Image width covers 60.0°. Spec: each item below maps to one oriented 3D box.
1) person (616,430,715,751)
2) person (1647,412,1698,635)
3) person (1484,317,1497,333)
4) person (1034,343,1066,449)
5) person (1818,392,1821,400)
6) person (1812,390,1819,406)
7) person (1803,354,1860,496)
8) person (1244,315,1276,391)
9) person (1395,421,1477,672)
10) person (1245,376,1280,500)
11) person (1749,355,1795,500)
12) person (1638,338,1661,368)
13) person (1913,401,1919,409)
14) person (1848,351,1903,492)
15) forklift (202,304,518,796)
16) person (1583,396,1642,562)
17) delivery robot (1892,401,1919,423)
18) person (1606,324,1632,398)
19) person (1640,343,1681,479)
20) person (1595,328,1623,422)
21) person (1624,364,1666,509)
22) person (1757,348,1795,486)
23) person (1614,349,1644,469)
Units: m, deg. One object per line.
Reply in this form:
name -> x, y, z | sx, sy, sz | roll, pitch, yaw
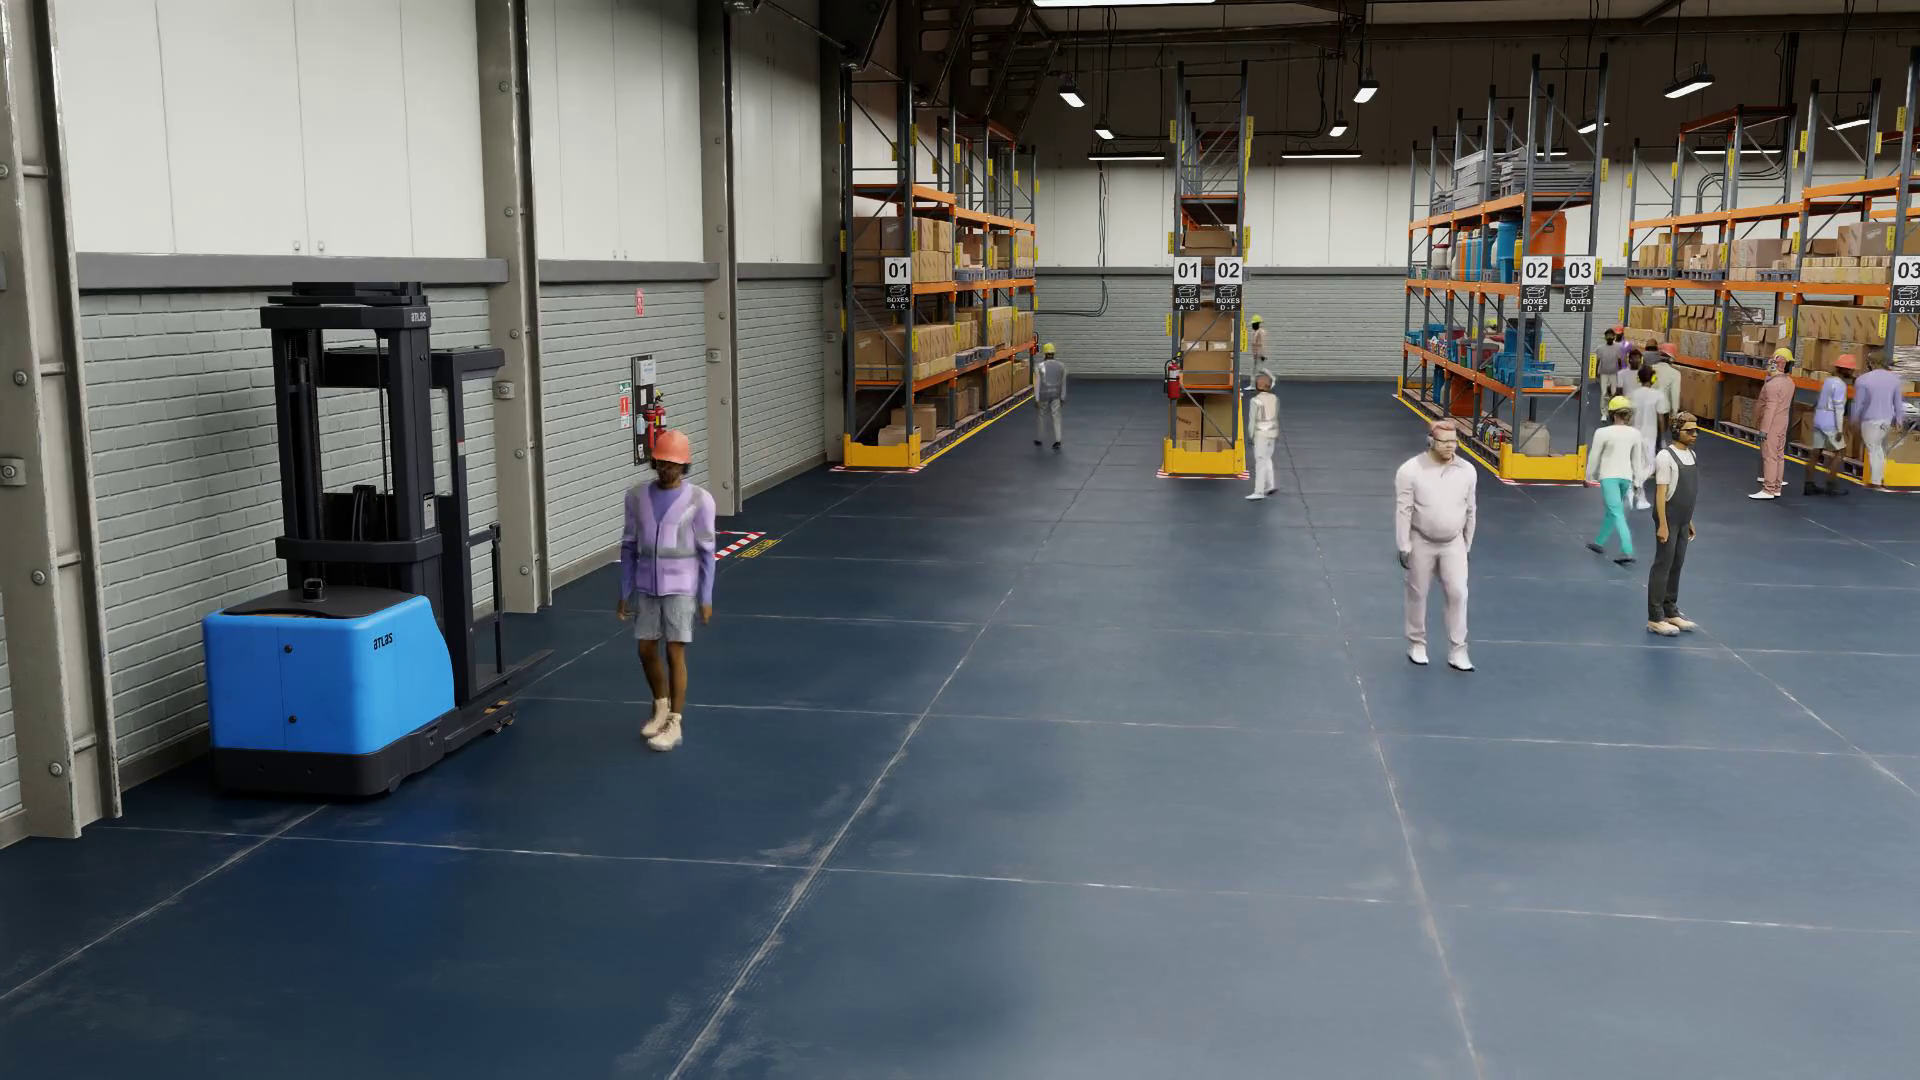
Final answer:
person -> -1.879, 0.316, 10.559 | 0.653, 2.021, 0.593 | 3, 10, 16
person -> 5.968, -0.146, 13.868 | 0.506, 1.846, 0.345 | -8, 12, -40
person -> 13.933, -5.017, 44.096 | 0.773, 1.794, 0.636 | 5, 11, 31
person -> 1.526, -2.439, 28.212 | 0.613, 1.783, 0.946 | -3, 10, -17
person -> 20.092, -4.188, 38.619 | 0.719, 1.892, 0.689 | -9, 13, -43
person -> 17.905, -3.357, 34.423 | 0.493, 1.600, 0.807 | 1, 9, 8
person -> 11.663, -1.526, 22.225 | 0.560, 1.904, 0.542 | 1, 9, 5
person -> 7.592, -4.726, 41.953 | 0.735, 1.906, 0.594 | -3, 10, -16
person -> 3.612, 0.058, 12.532 | 0.647, 1.879, 0.845 | 0, 9, 0
person -> 4.030, -1.358, 22.003 | 0.608, 1.623, 0.352 | -7, 11, -36
person -> 10.721, -1.491, 21.976 | 0.641, 1.909, 0.409 | -9, 13, -44
person -> 14.070, -3.292, 33.918 | 0.507, 1.632, 0.287 | 2, 9, 14
person -> 18.776, -3.124, 32.306 | 0.571, 1.828, 1.008 | 2, 9, 11
person -> 12.542, -1.630, 22.854 | 0.640, 1.910, 0.592 | -1, 9, -9
forklift -> -3.673, -0.038, 10.147 | 1.129, 2.768, 1.873 | 1, 9, 9
person -> 6.845, -0.645, 17.379 | 0.524, 1.709, 0.954 | -2, 10, -15
delivery robot -> 18.117, -2.448, 31.874 | 0.477, 0.478, 0.707 | 2, 9, 14
person -> 13.673, -3.544, 34.614 | 0.551, 1.915, 0.730 | 6, 11, 31
person -> 10.152, -1.875, 24.127 | 0.454, 1.971, 0.653 | -6, 11, -33
person -> 13.024, -3.319, 33.422 | 0.509, 1.850, 0.465 | 2, 9, 14
person -> 8.570, -1.284, 20.888 | 0.738, 1.850, 0.526 | -7, 12, -37
person -> 11.504, -1.741, 23.446 | 0.379, 1.928, 0.585 | 2, 9, 9
person -> 10.292, -2.017, 25.512 | 0.544, 1.821, 0.996 | 3, 10, 20
